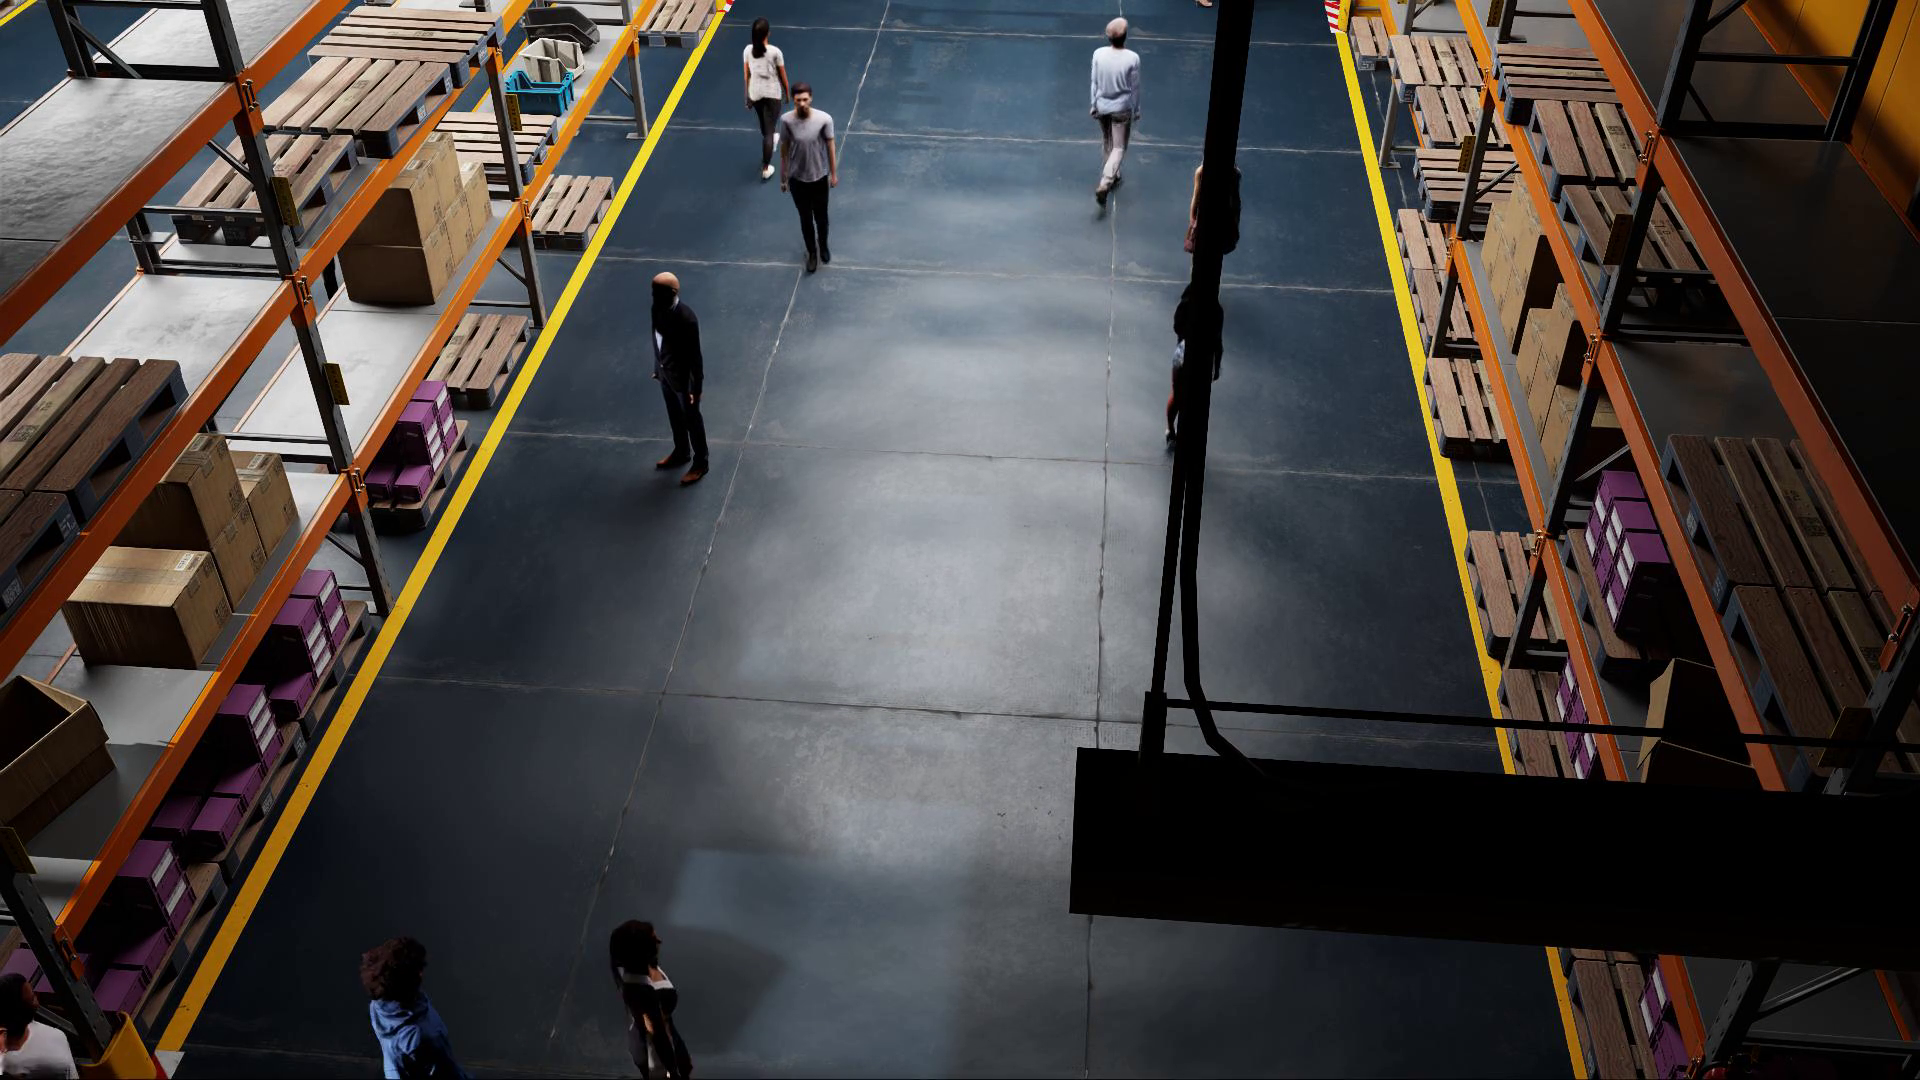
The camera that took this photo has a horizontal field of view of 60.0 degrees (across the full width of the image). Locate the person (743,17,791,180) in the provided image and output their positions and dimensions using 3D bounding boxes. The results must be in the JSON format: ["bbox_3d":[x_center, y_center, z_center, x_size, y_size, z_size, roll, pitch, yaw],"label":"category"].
[{"bbox_3d":[-2.034,-4.538,17.230,0.677,1.595,1.097,7,39,9],"label":"person"}]

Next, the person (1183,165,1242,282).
[{"bbox_3d":[2.262,-2.831,14.953,0.699,1.769,0.734,-3,39,-4],"label":"person"}]

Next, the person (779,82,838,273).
[{"bbox_3d":[-1.415,-3.449,15.659,0.674,1.853,0.656,1,39,2],"label":"person"}]

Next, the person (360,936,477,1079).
[{"bbox_3d":[-2.695,2.653,8.077,1.005,1.781,0.984,-18,42,-21],"label":"person"}]

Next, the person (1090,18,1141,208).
[{"bbox_3d":[1.514,-4.253,16.657,0.912,1.863,1.251,15,41,18],"label":"person"}]

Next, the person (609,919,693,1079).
[{"bbox_3d":[-1.593,2.537,8.227,1.016,1.774,1.047,-20,43,-23],"label":"person"}]

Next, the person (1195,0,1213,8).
[{"bbox_3d":[3.103,-7.676,20.991,0.784,1.805,0.606,-5,39,-7],"label":"person"}]

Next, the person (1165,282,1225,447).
[{"bbox_3d":[1.861,-1.390,13.267,0.672,1.621,0.716,27,46,29],"label":"person"}]

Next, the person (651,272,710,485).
[{"bbox_3d":[-2.201,-1.295,13.004,0.776,1.800,0.812,32,48,33],"label":"person"}]
